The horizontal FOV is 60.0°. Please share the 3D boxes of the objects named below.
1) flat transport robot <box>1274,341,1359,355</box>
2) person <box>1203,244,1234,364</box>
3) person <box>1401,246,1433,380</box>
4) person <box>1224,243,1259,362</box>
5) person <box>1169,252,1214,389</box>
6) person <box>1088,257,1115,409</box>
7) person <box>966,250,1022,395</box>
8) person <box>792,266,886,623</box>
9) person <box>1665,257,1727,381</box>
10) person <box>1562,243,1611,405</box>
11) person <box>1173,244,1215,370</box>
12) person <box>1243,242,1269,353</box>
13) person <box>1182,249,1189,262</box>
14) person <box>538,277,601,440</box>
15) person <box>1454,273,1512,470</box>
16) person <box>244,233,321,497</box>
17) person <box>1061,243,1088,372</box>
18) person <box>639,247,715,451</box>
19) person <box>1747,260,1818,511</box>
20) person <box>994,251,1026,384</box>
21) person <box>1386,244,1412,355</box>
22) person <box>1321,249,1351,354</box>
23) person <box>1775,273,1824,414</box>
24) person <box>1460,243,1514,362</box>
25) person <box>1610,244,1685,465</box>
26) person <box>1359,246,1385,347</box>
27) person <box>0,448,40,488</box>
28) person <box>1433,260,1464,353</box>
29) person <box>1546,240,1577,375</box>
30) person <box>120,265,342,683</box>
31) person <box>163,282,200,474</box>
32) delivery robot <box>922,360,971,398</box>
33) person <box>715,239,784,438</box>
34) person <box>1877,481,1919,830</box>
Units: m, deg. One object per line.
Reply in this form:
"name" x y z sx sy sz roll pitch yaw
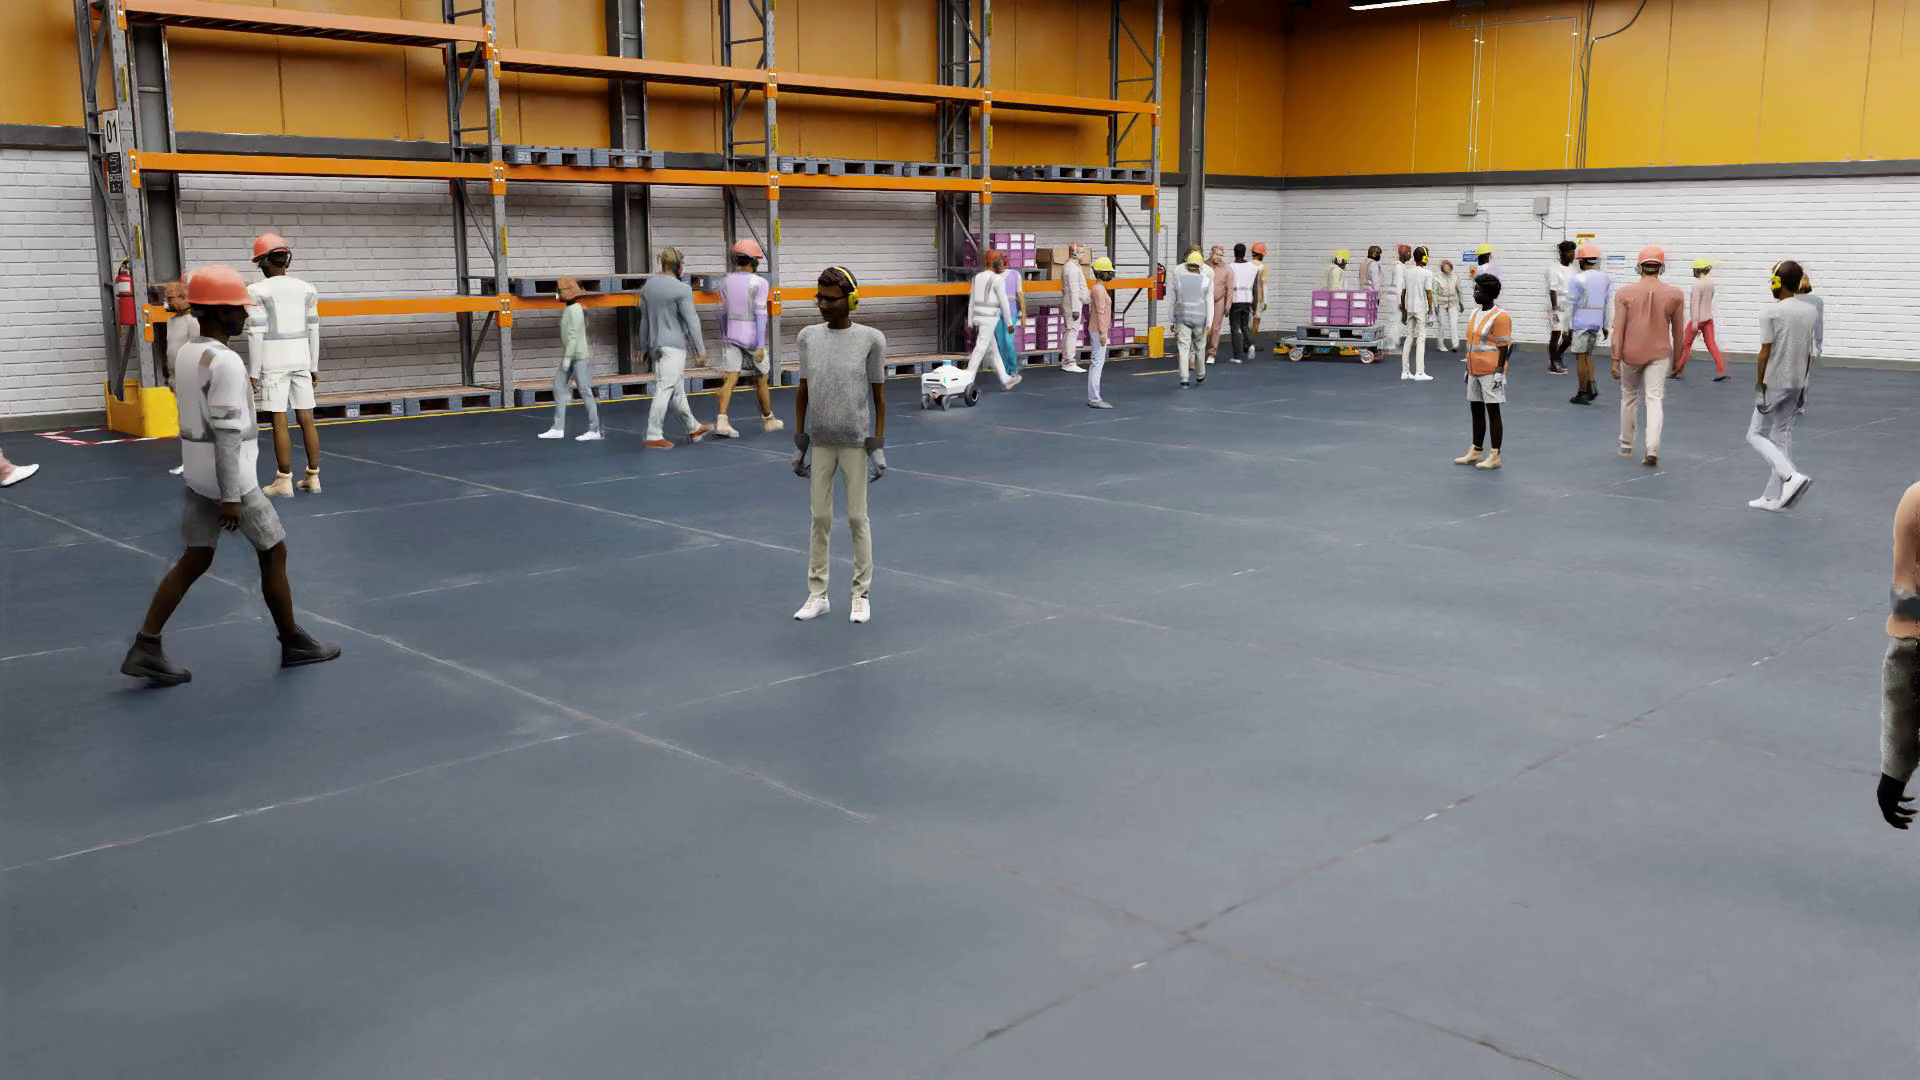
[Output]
"flat transport robot" 6.107 -3.266 28.184 1.431 0.197 0.652 5 11 25
"person" 3.926 -3.681 26.068 0.684 1.872 0.621 3 11 17
"person" 6.418 -3.174 23.316 0.315 1.869 0.534 -8 13 -37
"person" 4.455 -3.758 26.441 0.591 1.899 0.469 -3 11 -14
"person" 3.092 -2.918 22.136 0.610 1.783 0.916 3 11 16
"person" 1.660 -2.427 19.528 0.310 1.768 0.533 0 10 -1
"person" 0.410 -2.766 21.185 1.038 1.827 0.576 -6 12 -31
"person" -0.637 -0.492 8.715 0.517 1.865 0.327 2 11 13
"person" 10.355 -3.079 23.215 0.534 1.721 0.926 -7 12 -33
"person" 7.483 -2.580 19.931 0.576 1.922 0.404 -3 11 -18
"person" 3.544 -3.555 25.329 0.630 1.901 1.003 3 11 16
"person" 5.042 -4.177 28.723 0.622 1.895 0.675 7 13 34
"person" 3.764 -3.904 27.480 0.522 1.813 0.879 2 11 9
"person" -3.889 -1.768 16.367 0.702 1.607 0.505 -5 12 -26
"person" 4.562 -1.463 14.452 0.320 1.698 0.537 -3 11 -16
"person" -5.262 -1.346 12.905 0.384 2.035 0.605 7 12 33
"person" 1.704 -3.443 24.688 0.399 1.908 0.643 -1 10 -4
"person" -2.655 -1.817 15.834 0.663 1.893 0.972 9 14 42
"person" 6.010 -1.102 12.091 0.500 1.845 0.525 -3 11 -14
"person" 0.589 -3.030 22.675 0.612 1.812 0.476 4 11 20
"person" 7.469 -4.069 28.191 0.458 1.865 0.589 4 11 19
"person" 6.332 -4.047 28.287 0.569 1.798 0.617 1 10 4
"person" 9.377 -2.195 18.656 0.527 1.609 0.598 4 11 22
"person" 8.395 -3.750 26.392 0.736 1.905 0.593 9 14 42
"person" 6.139 -1.639 14.847 0.635 1.918 1.017 3 11 14
"person" 7.360 -4.331 29.723 0.430 1.838 0.619 -2 11 -9
"person" -7.895 -1.291 13.082 0.674 1.855 1.000 8 13 39
"person" 8.437 -4.032 28.735 0.571 1.595 0.757 0 10 0
"person" 8.773 -3.375 24.211 0.606 1.944 0.427 -6 12 -29
"person" -3.392 -0.291 7.541 0.557 1.899 0.971 10 14 42
"person" -6.521 -1.351 14.021 0.507 1.631 0.265 8 13 37
"delivery robot" -0.155 -1.870 19.531 0.477 0.478 0.707 5 12 27
"person" -2.169 -2.028 16.765 0.621 1.987 1.082 6 12 28
"person" 2.293 0.445 3.557 0.600 1.884 0.988 5 12 28
